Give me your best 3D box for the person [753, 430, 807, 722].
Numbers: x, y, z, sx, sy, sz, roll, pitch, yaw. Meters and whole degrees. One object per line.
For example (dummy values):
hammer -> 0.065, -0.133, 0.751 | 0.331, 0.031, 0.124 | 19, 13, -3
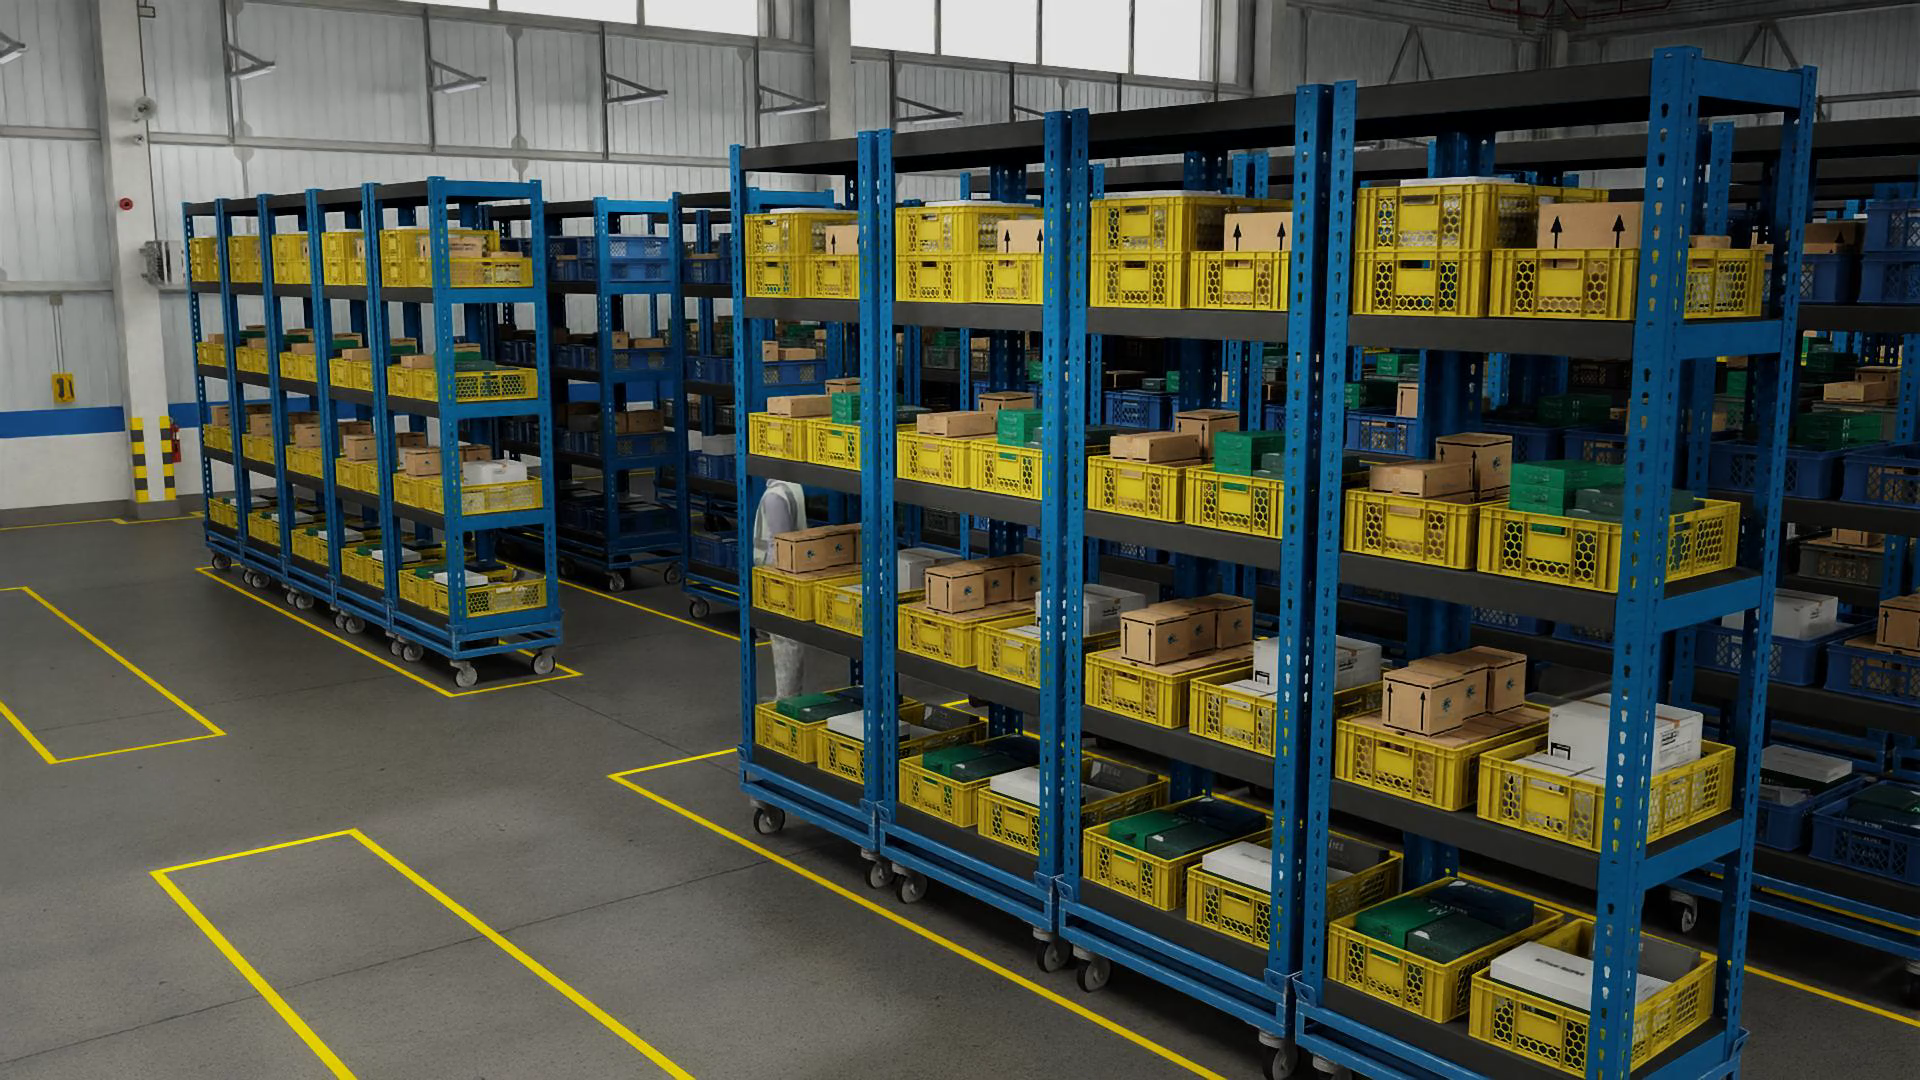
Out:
person -> -1.199, 0.228, 11.009 | 0.392, 1.946, 0.616 | 1, 9, 4
